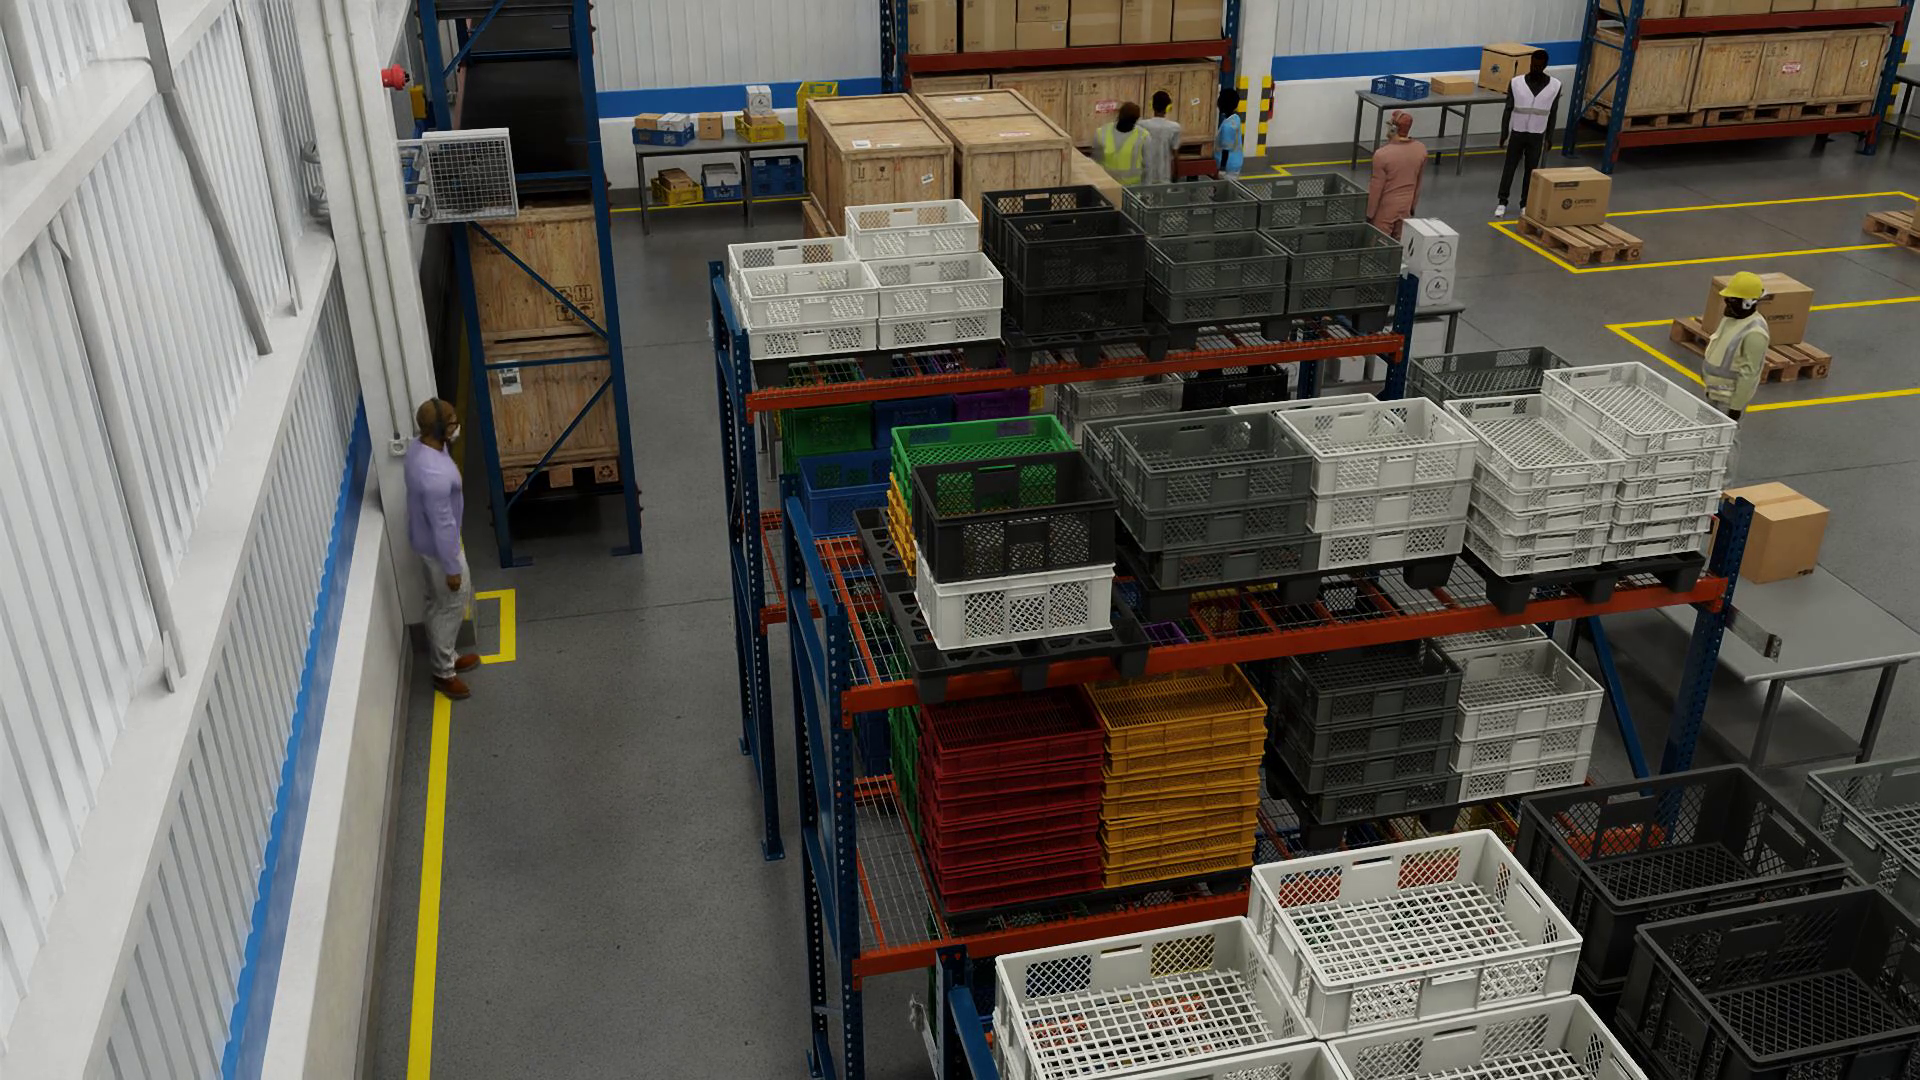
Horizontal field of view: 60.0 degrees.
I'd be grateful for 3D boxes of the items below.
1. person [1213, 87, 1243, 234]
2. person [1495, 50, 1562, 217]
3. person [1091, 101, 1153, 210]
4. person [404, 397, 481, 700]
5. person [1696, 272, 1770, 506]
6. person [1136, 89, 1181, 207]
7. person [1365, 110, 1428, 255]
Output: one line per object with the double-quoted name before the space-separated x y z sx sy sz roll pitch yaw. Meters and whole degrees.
"person" 2.951 -4.127 18.337 0.323 1.687 0.537 7 28 12
"person" 6.524 -4.676 19.136 0.596 1.915 0.372 6 28 10
"person" 1.660 -3.624 17.247 0.671 1.823 0.430 9 29 17
"person" -3.167 0.045 10.179 0.427 1.925 0.656 -13 31 -24
"person" 5.770 -1.132 12.514 0.403 1.825 0.593 2 28 3
"person" 2.025 -3.818 17.589 0.565 1.847 0.389 6 28 11
"person" 4.278 -3.316 16.561 0.649 1.913 0.409 -14 31 -25
